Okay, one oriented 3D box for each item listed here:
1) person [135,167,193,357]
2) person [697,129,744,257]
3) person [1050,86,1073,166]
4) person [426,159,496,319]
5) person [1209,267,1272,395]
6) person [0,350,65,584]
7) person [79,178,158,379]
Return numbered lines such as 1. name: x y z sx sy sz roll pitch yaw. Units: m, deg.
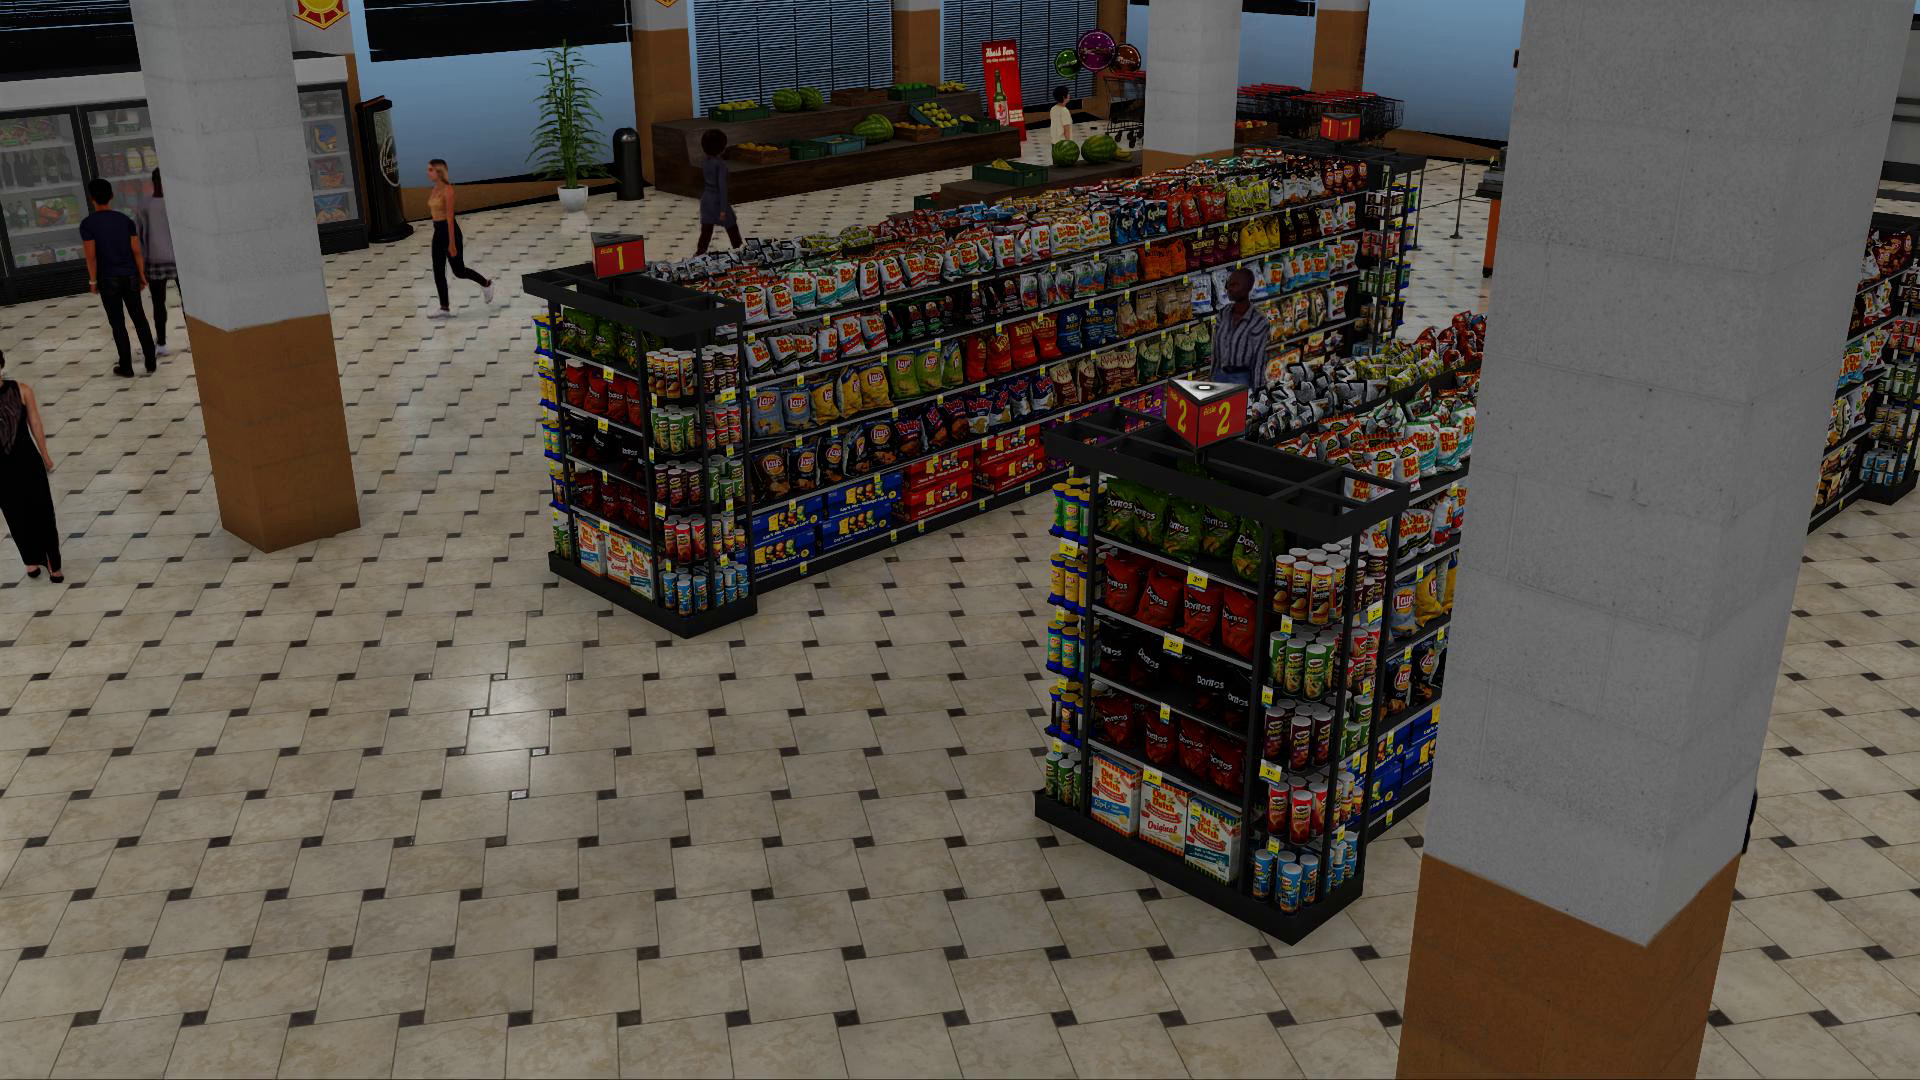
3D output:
1. person: -7.560 -2.623 15.774 0.621 1.755 0.934 -17 28 -36
2. person: -2.786 -3.661 18.465 0.644 1.674 1.058 17 28 36
3. person: 1.413 -5.523 23.217 0.581 1.588 0.644 -11 24 -25
4. person: -5.218 -3.105 17.165 0.993 1.611 0.584 -19 29 -39
5. person: 2.024 -1.063 11.867 1.072 1.773 0.707 -17 27 -36
6. person: -6.120 -0.508 10.741 0.740 1.584 0.765 -13 25 -30
7. person: -7.662 -2.382 15.126 0.706 1.790 0.444 20 29 40
